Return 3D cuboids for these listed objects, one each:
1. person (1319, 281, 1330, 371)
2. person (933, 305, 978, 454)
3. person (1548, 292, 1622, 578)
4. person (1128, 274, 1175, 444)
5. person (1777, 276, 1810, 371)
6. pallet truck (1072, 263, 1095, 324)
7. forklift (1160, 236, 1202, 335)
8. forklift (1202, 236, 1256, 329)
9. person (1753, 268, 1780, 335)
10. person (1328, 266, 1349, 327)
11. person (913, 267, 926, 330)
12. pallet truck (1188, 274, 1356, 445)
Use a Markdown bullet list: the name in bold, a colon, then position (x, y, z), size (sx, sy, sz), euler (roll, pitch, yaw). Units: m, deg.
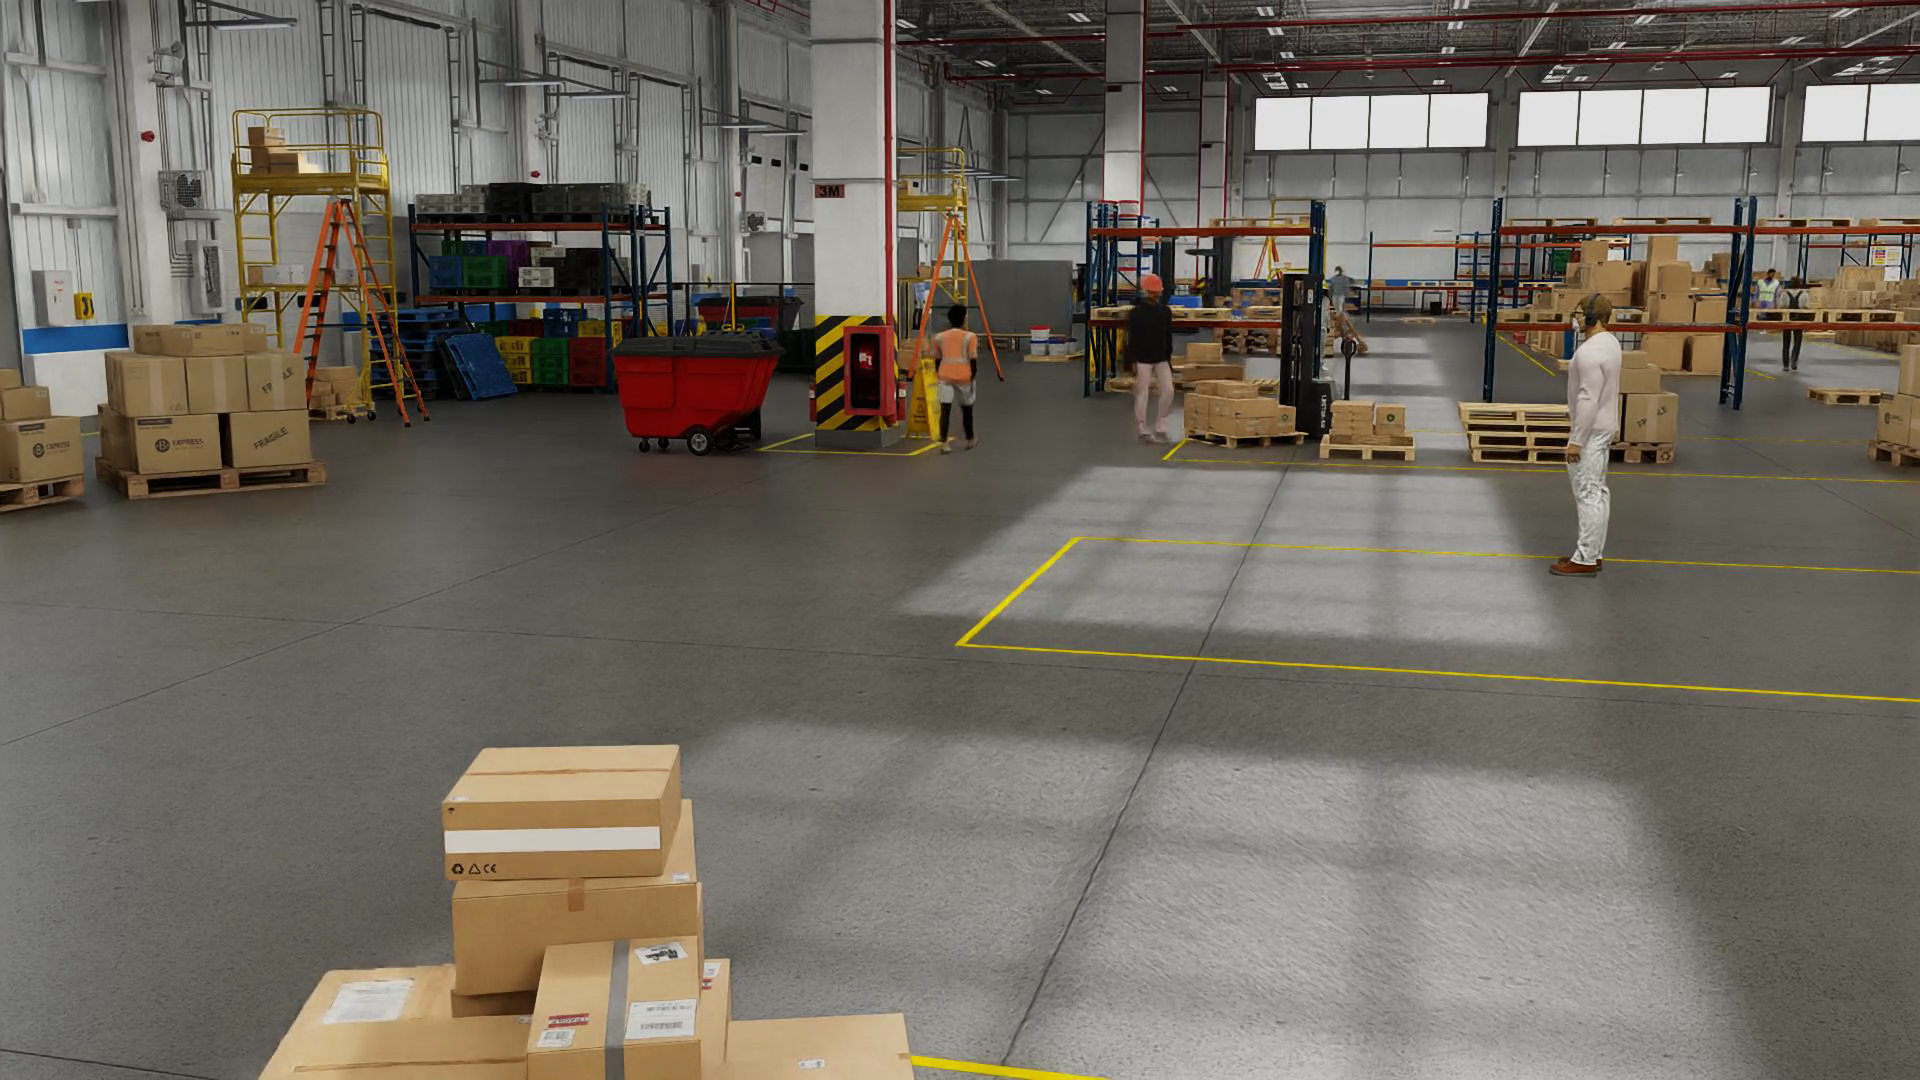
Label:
- **person**: position (6.915, -4.106, 31.945), size (0.485, 1.736, 0.321), euler (-5, 11, -27)
- **person**: position (-0.042, -1.792, 18.565), size (0.549, 1.646, 0.865), euler (3, 10, 18)
- **person**: position (4.290, -0.711, 11.361), size (0.372, 1.940, 0.631), euler (6, 11, 32)
- **person**: position (2.259, -2.082, 19.317), size (0.665, 1.974, 0.635), euler (-5, 11, -27)
- **person**: position (16.067, -4.169, 32.076), size (0.542, 1.817, 0.747), euler (5, 11, 28)
- **pallet truck**: position (4.325, -8.180, 55.162), size (0.823, 1.965, 1.885), euler (6, 11, 31)
- **forklift**: position (5.866, -7.214, 46.878), size (1.873, 2.768, 1.129), euler (2, 10, 14)
- **forklift**: position (7.993, -7.854, 50.650), size (1.873, 2.768, 1.129), euler (-2, 10, -12)
- **person**: position (22.811, -6.744, 47.060), size (0.637, 1.877, 0.799), euler (5, 11, 28)
- **person**: position (11.718, -7.561, 51.757), size (0.660, 1.911, 0.836), euler (7, 12, 36)
- **person**: position (-1.209, -7.334, 50.400), size (0.392, 1.927, 0.545), euler (5, 11, 29)
- **pallet truck**: position (3.653, -2.138, 19.590), size (1.885, 1.965, 0.823), euler (-4, 10, -20)
